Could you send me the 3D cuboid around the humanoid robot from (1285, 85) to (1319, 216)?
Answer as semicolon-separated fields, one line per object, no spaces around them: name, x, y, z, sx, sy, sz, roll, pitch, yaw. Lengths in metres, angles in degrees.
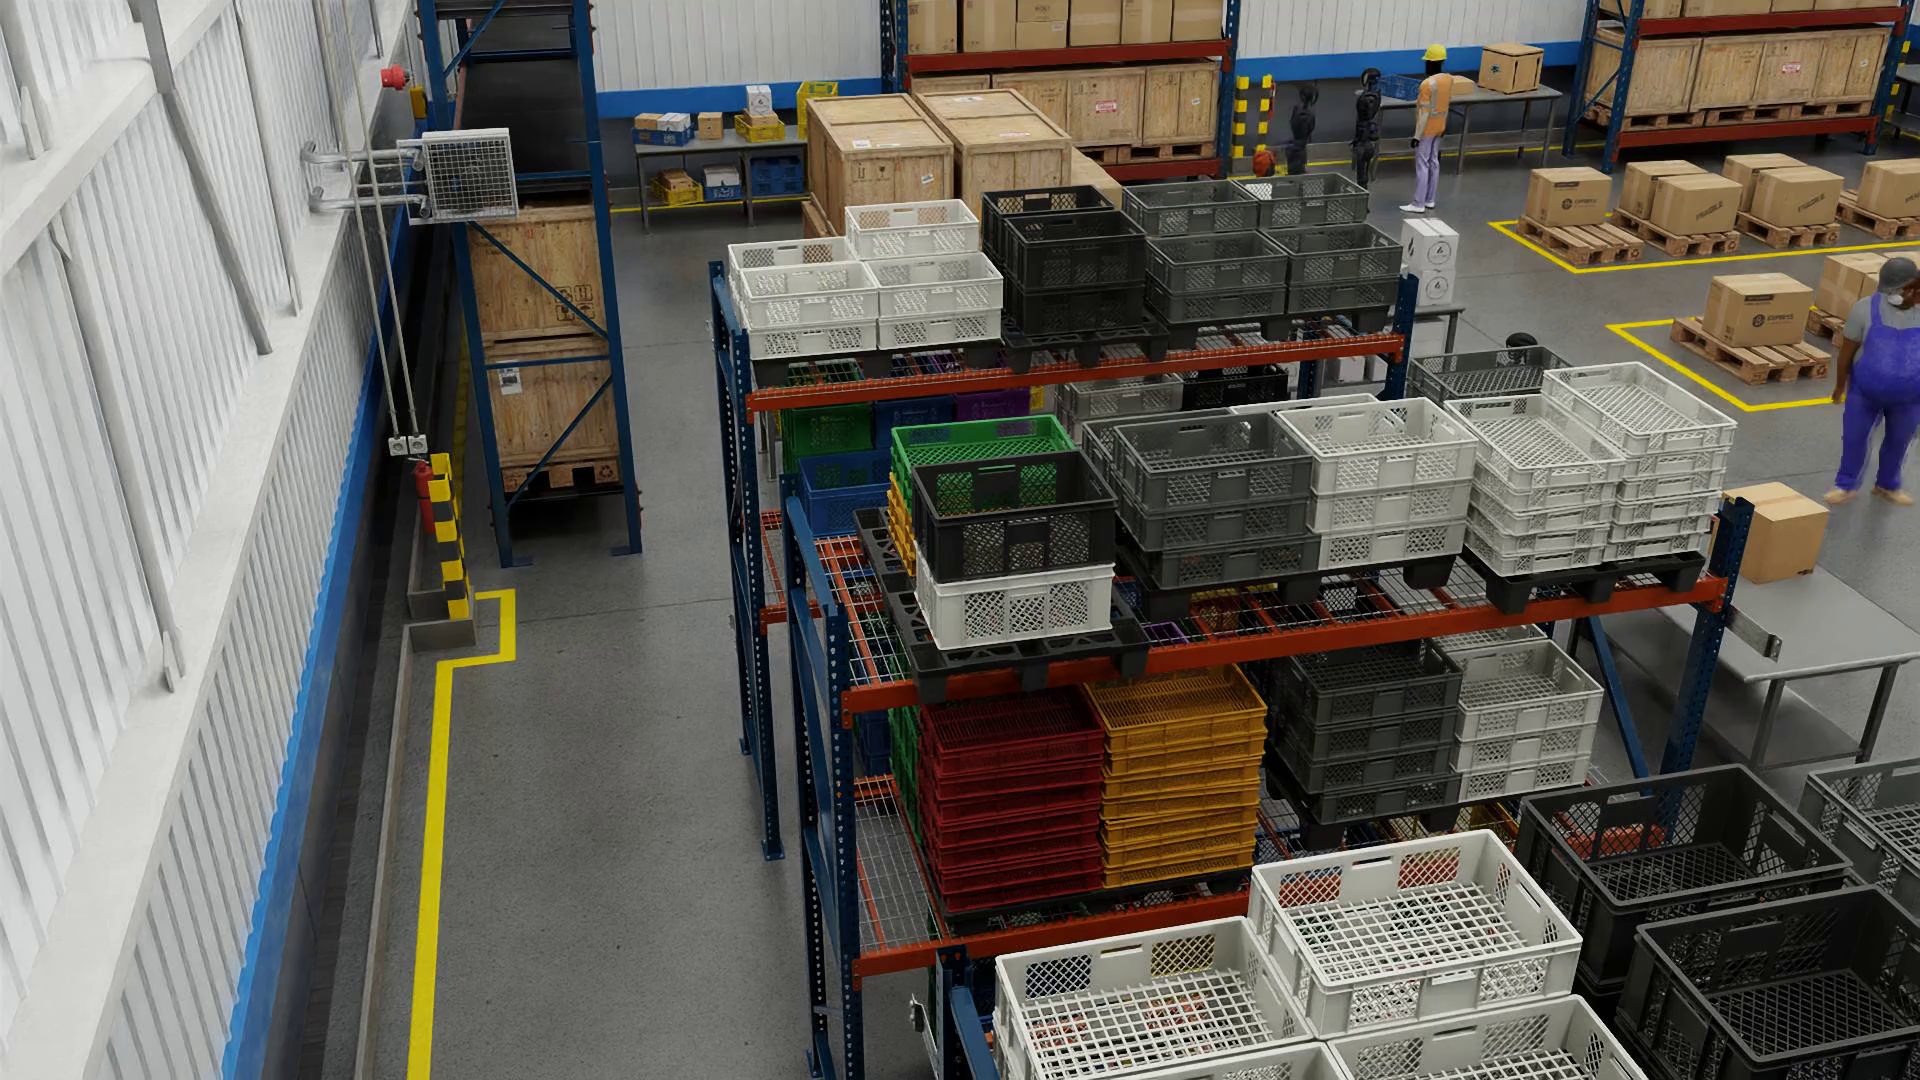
humanoid robot;3.759;-4.281;18.659;0.451;1.638;0.642;4;28;8

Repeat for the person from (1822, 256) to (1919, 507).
person;6.953;-1.174;12.375;0.811;2.000;0.571;11;30;20

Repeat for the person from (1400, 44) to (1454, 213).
person;5.433;-4.774;19.331;0.376;1.924;0.594;25;37;39

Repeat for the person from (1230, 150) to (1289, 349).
person;2.729;-2.651;15.347;0.573;1.881;0.357;12;30;22

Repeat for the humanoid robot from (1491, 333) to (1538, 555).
humanoid robot;3.852;-0.701;11.864;0.328;1.651;0.572;8;29;16

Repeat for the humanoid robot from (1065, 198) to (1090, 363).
humanoid robot;1.091;-2.266;14.820;0.330;1.657;0.584;24;36;38

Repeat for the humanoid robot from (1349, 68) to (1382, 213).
humanoid robot;4.686;-4.655;19.352;0.331;1.657;0.586;2;28;3
